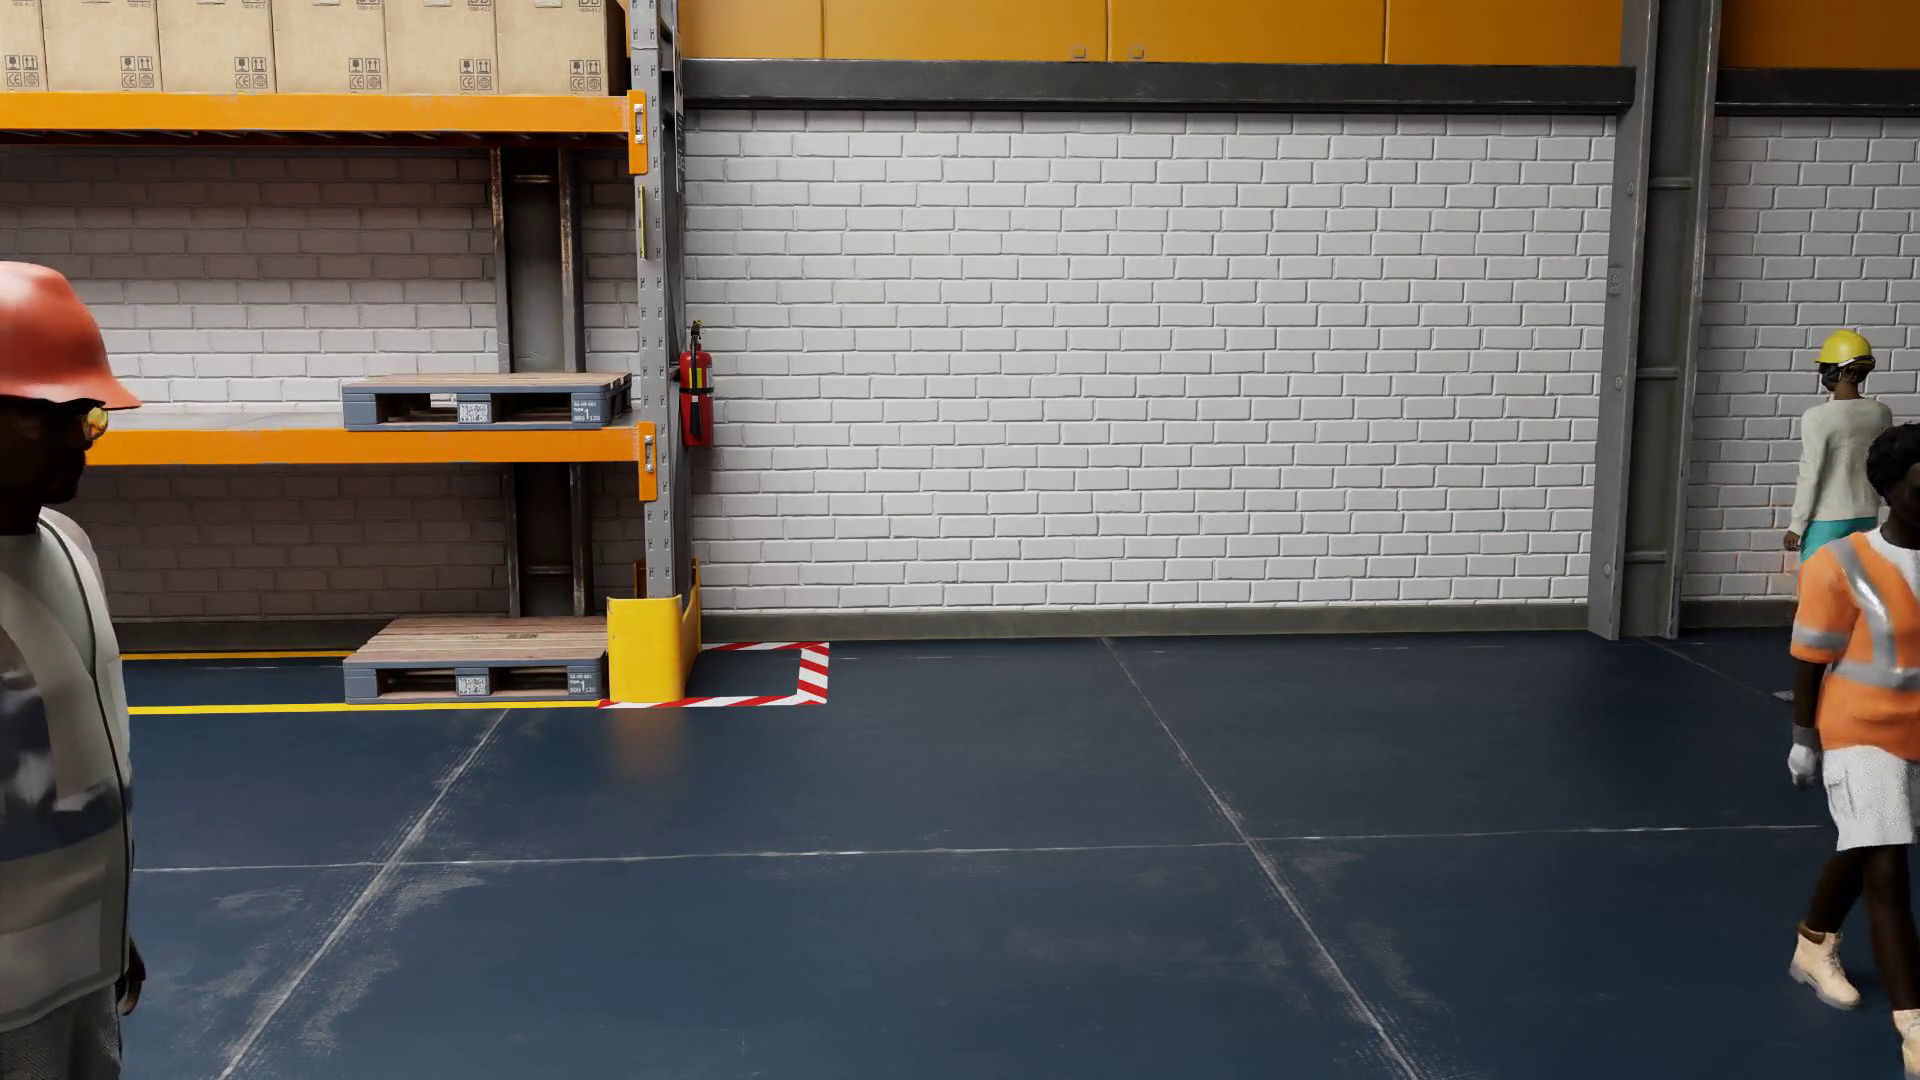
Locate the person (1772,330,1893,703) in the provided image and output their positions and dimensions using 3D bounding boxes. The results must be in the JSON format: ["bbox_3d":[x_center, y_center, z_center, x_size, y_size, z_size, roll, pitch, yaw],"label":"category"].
[{"bbox_3d":[4.098,-0.093,7.802,0.523,1.769,0.314,-4,10,-21],"label":"person"}]

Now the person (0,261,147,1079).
[{"bbox_3d":[-1.355,0.620,2.463,0.395,2.038,0.614,-1,9,-7],"label":"person"}]

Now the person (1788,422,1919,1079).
[{"bbox_3d":[2.438,0.520,4.296,0.543,1.646,0.865,-1,9,-9],"label":"person"}]
